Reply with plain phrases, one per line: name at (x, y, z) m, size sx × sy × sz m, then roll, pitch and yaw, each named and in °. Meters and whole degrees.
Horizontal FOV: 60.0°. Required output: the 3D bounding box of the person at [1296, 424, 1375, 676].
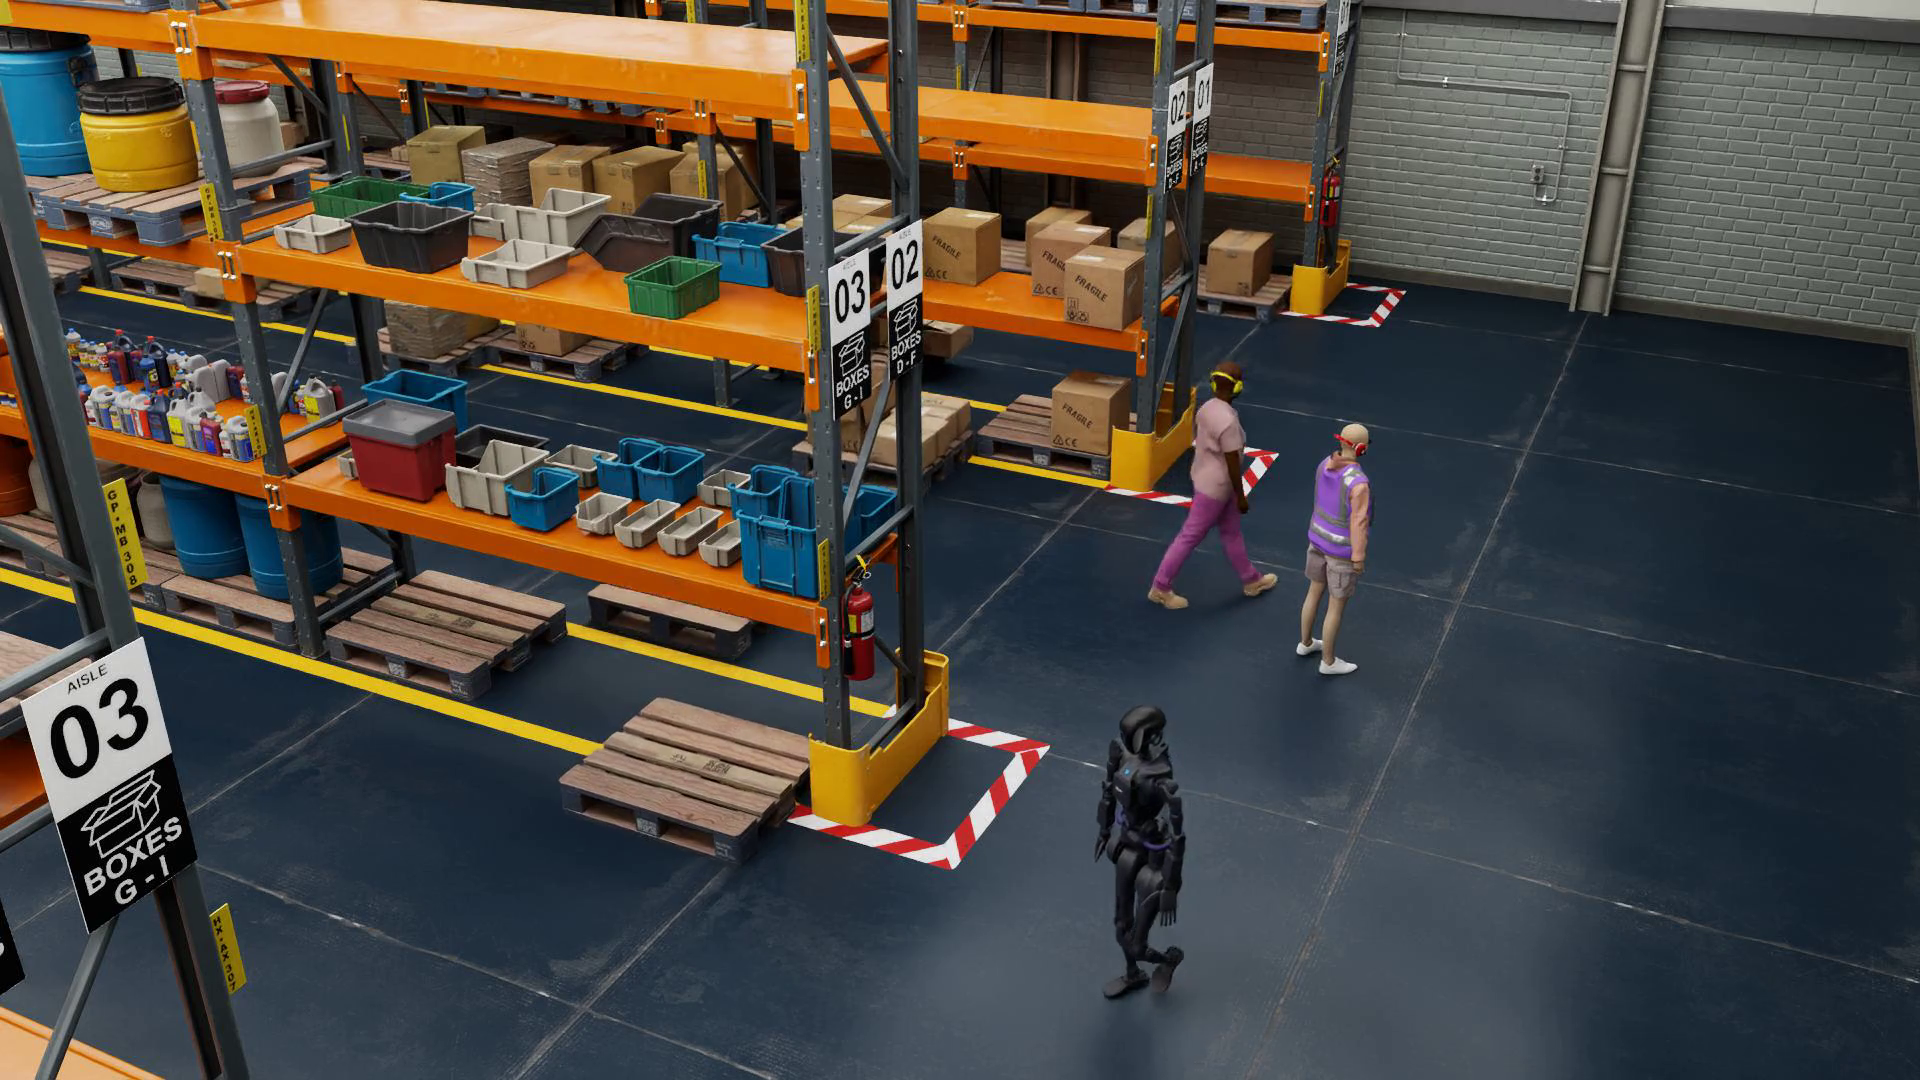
person at (2.399, 0.053, 10.598) m, size 0.349 × 1.688 × 0.491 m, roll -11°, pitch 28°, yaw -21°

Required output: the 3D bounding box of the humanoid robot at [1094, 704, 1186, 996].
humanoid robot at (0.878, 1.453, 7.769) m, size 0.393 × 1.640 × 0.611 m, roll -16°, pitch 30°, yaw -29°

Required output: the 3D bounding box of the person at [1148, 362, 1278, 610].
person at (1.757, -0.355, 11.371) m, size 0.970 × 1.732 × 0.586 m, roll -3°, pitch 26°, yaw -5°
